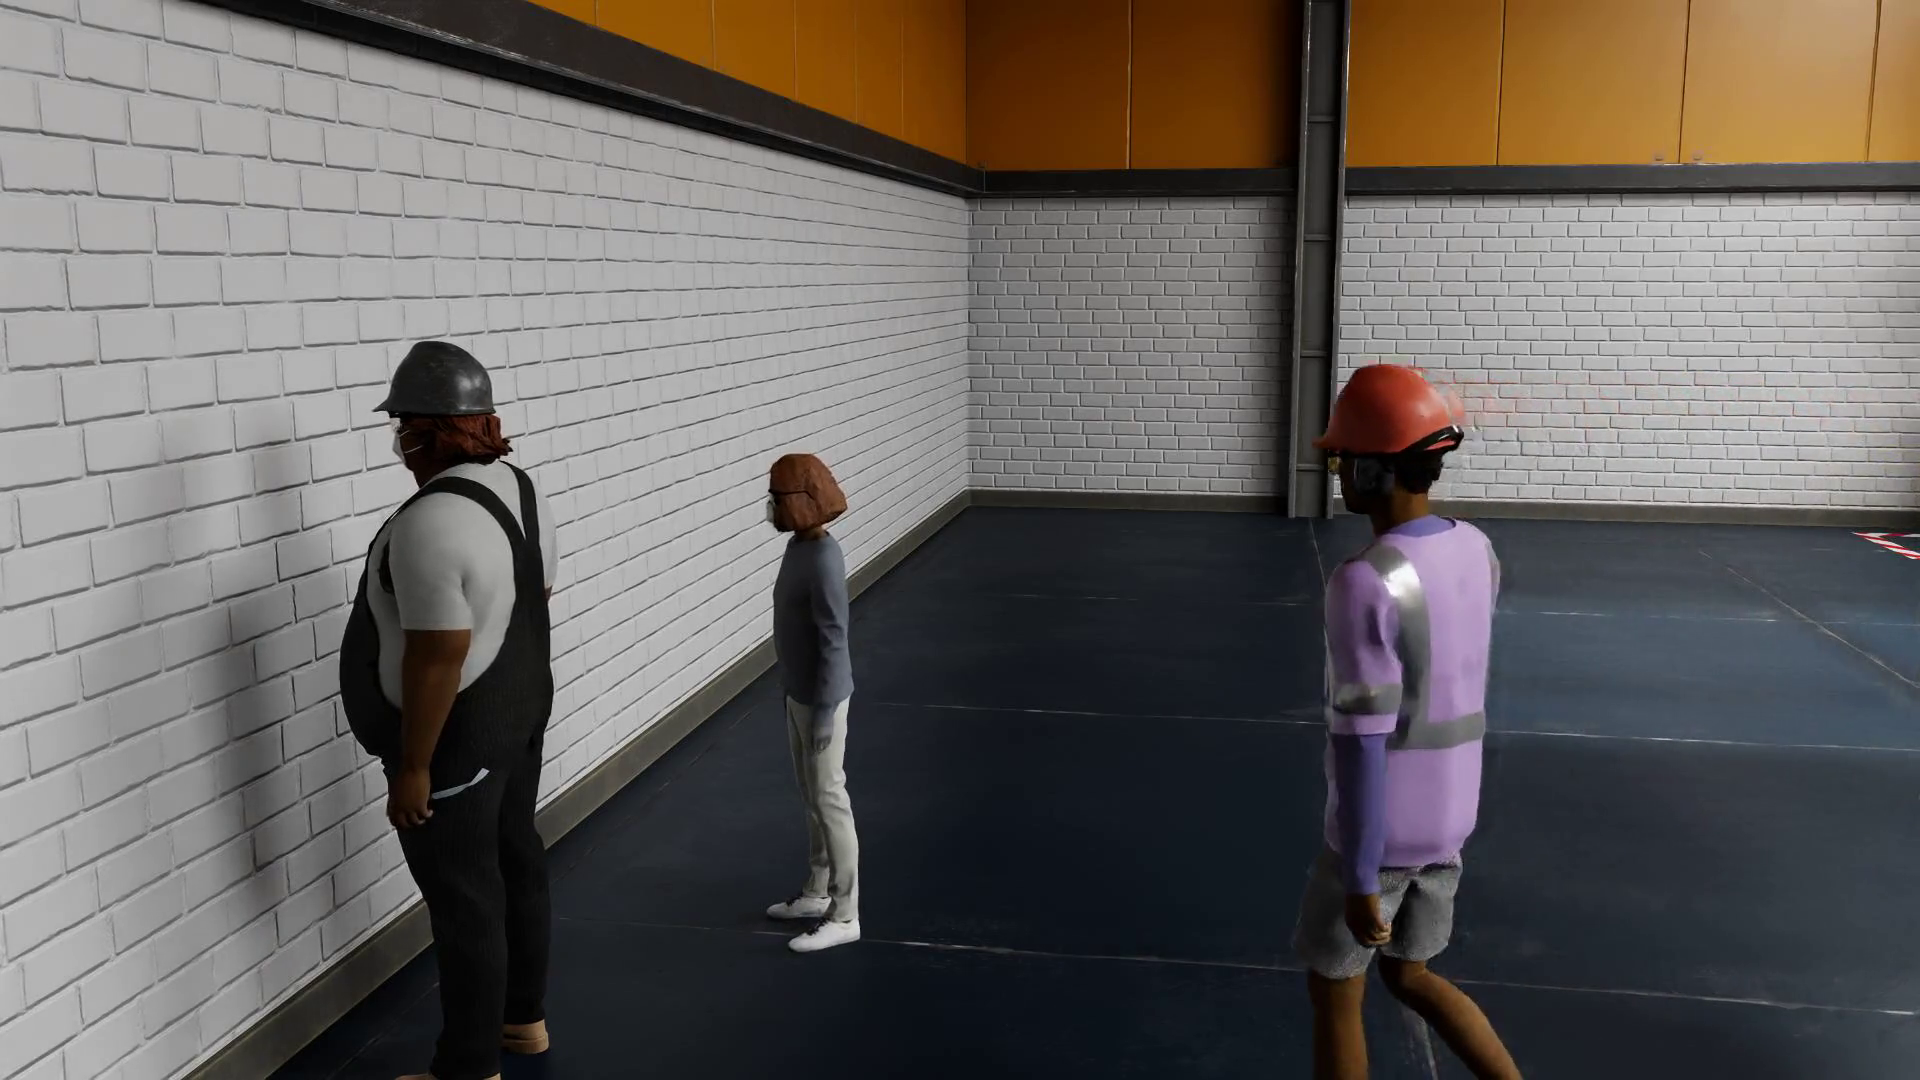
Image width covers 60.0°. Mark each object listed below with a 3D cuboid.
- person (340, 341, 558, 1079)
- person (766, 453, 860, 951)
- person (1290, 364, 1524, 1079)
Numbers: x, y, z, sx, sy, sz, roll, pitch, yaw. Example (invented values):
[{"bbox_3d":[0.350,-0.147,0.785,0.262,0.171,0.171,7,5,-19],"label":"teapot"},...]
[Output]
[{"bbox_3d":[-1.375,0.490,4.443,0.535,2.000,0.674,1,9,9],"label":"person"},{"bbox_3d":[-0.493,0.526,5.482,0.268,1.631,0.507,-3,10,-18],"label":"person"},{"bbox_3d":[1.035,0.626,3.676,0.618,2.022,0.730,-9,13,-43],"label":"person"}]
